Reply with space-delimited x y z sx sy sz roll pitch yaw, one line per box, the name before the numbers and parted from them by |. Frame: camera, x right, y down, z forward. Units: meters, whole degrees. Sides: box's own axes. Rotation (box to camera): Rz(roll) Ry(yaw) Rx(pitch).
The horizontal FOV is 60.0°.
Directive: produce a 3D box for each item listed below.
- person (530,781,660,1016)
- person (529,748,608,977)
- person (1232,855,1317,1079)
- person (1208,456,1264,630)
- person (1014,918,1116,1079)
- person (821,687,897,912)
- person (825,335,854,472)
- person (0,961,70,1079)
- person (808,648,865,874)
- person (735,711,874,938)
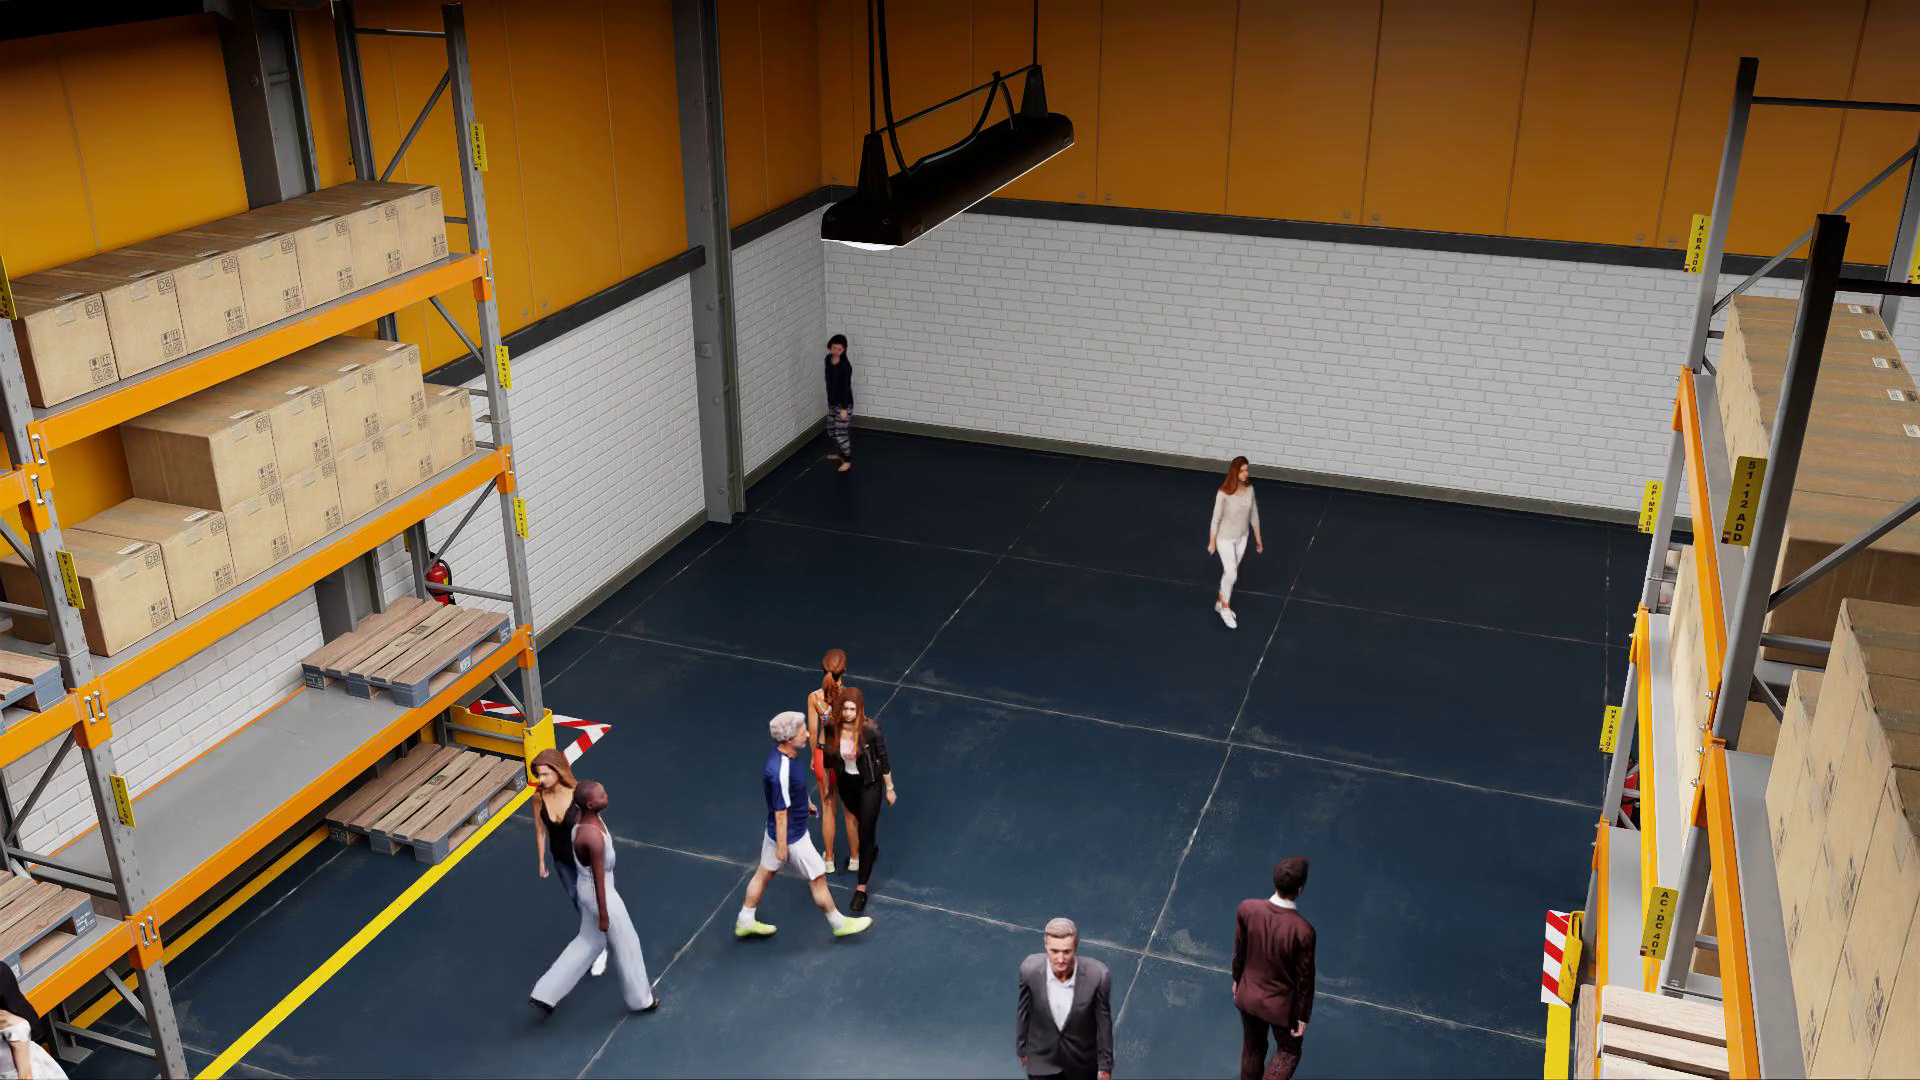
person | -2.360 2.300 10.462 1.073 1.759 1.019 -10 25 -21
person | -2.524 2.062 11.093 0.602 1.690 0.677 6 24 13
person | 1.749 2.662 9.520 0.783 1.850 0.868 14 27 29
person | 2.544 -0.041 15.904 0.786 1.690 0.842 -14 27 -29
person | 0.585 2.820 9.207 0.907 1.812 1.205 2 24 5
person | -0.690 1.732 11.886 0.712 1.660 1.085 12 26 26
person | -1.400 -1.628 19.534 0.812 1.692 0.831 -11 26 -23
person | -4.980 2.976 8.904 0.802 1.769 0.777 -18 29 -35
person | -0.882 1.601 12.021 0.646 1.792 0.662 0 24 0
person | -1.243 1.961 11.201 1.102 1.788 1.210 -4 24 -9
